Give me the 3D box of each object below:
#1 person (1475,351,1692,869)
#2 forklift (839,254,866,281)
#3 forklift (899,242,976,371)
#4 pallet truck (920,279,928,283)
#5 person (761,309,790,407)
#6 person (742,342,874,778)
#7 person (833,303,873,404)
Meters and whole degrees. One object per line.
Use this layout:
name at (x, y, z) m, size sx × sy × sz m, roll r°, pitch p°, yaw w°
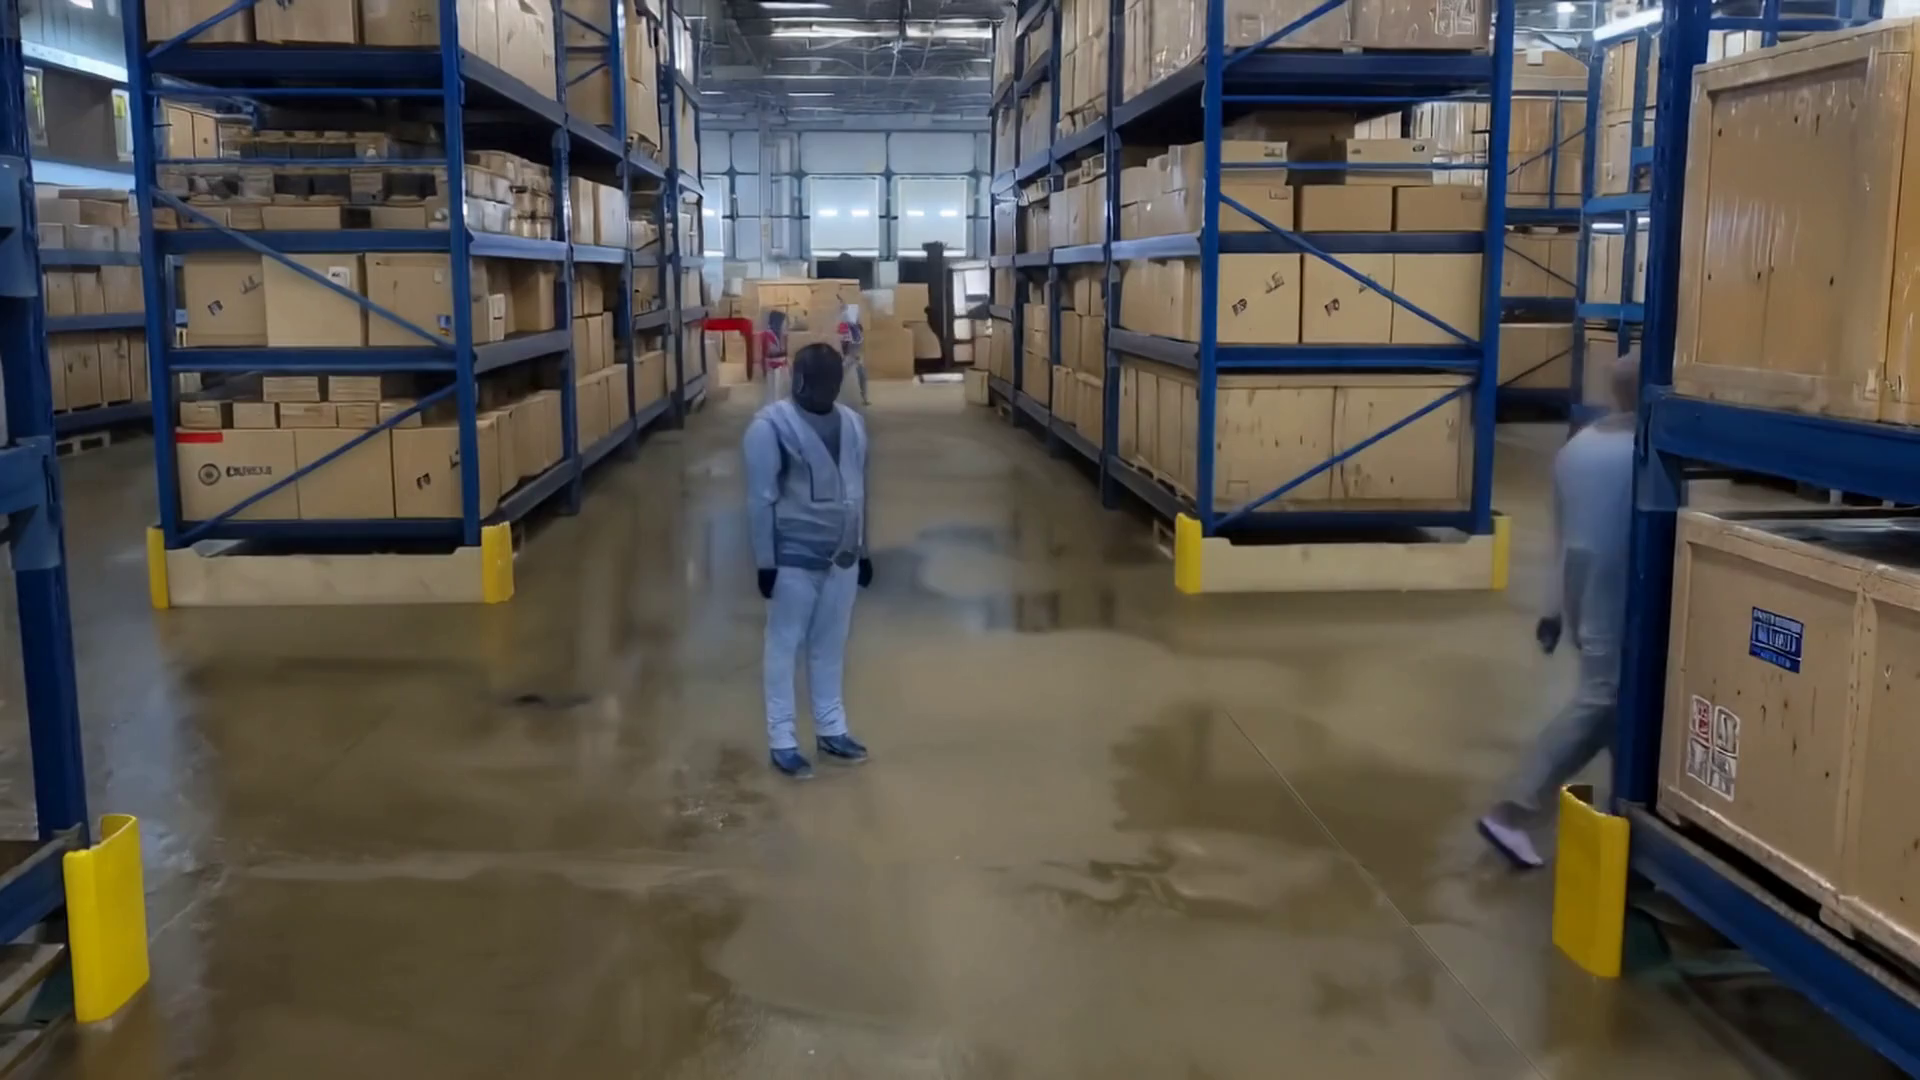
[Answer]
person at (2.313, 0.252, 5.960) m, size 0.992 × 1.864 × 0.627 m, roll -1°, pitch 9°, yaw -9°
forklift at (-3.693, -8.485, 57.608) m, size 1.129 × 2.768 × 1.873 m, roll -6°, pitch 11°, yaw -32°
forklift at (-0.549, -5.100, 36.353) m, size 1.873 × 2.768 × 1.129 m, roll -1°, pitch 9°, yaw -4°
pallet truck at (-0.932, -8.922, 63.114) m, size 1.885 × 1.965 × 0.823 m, roll 2°, pitch 9°, yaw 13°
person at (-2.616, -2.447, 23.592) m, size 0.310 × 1.636 × 0.523 m, roll 7°, pitch 11°, yaw 36°
person at (-0.619, 0.076, 7.129) m, size 0.619 × 1.838 × 0.430 m, roll -9°, pitch 12°, yaw -43°
person at (-1.832, -3.086, 27.532) m, size 0.835 × 1.665 × 0.536 m, roll 9°, pitch 13°, yaw 44°
